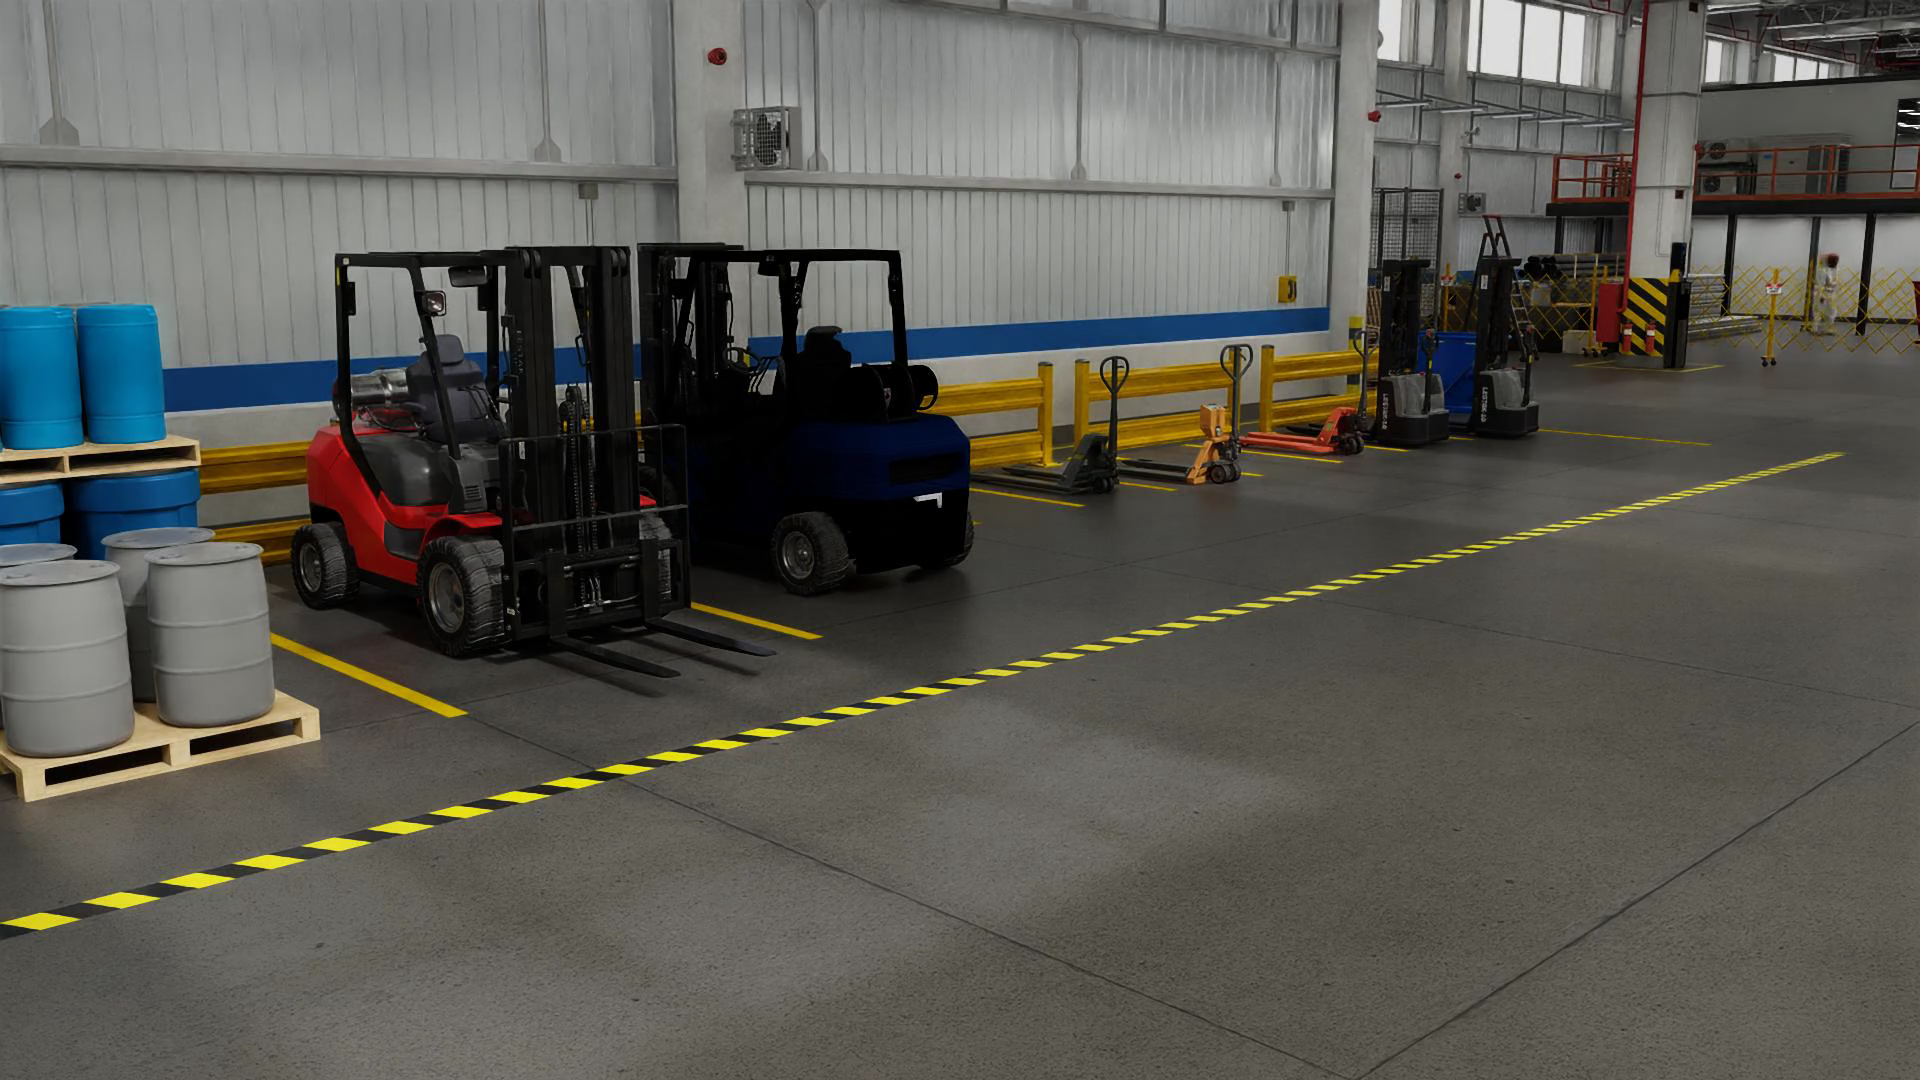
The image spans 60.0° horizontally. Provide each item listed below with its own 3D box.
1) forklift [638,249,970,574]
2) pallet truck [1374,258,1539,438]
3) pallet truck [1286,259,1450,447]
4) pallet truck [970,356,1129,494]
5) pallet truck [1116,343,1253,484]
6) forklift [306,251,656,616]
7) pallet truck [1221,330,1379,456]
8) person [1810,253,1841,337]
[{"bbox_3d":[-1.173,-0.958,11.239,2.680,1.987,1.157,10,14,43],"label":"forklift"},{"bbox_3d":[5.704,-2.208,18.901,1.885,1.965,0.823,10,14,43],"label":"pallet truck"},{"bbox_3d":[4.493,-2.078,18.196,0.823,1.965,1.885,-9,14,-40],"label":"pallet truck"},{"bbox_3d":[0.784,-1.085,14.876,0.680,1.201,1.601,-10,14,-44],"label":"pallet truck"},{"bbox_3d":[1.962,-1.215,15.415,1.522,1.261,0.704,10,14,43],"label":"pallet truck"},{"bbox_3d":[-2.833,-0.669,9.694,1.157,1.987,2.680,-10,14,-44],"label":"forklift"},{"bbox_3d":[3.563,-1.581,17.381,0.653,1.274,1.630,-10,14,-44],"label":"pallet truck"},{"bbox_3d":[19.088,-5.379,36.582,0.596,1.846,0.767,-4,11,-19],"label":"person"}]
